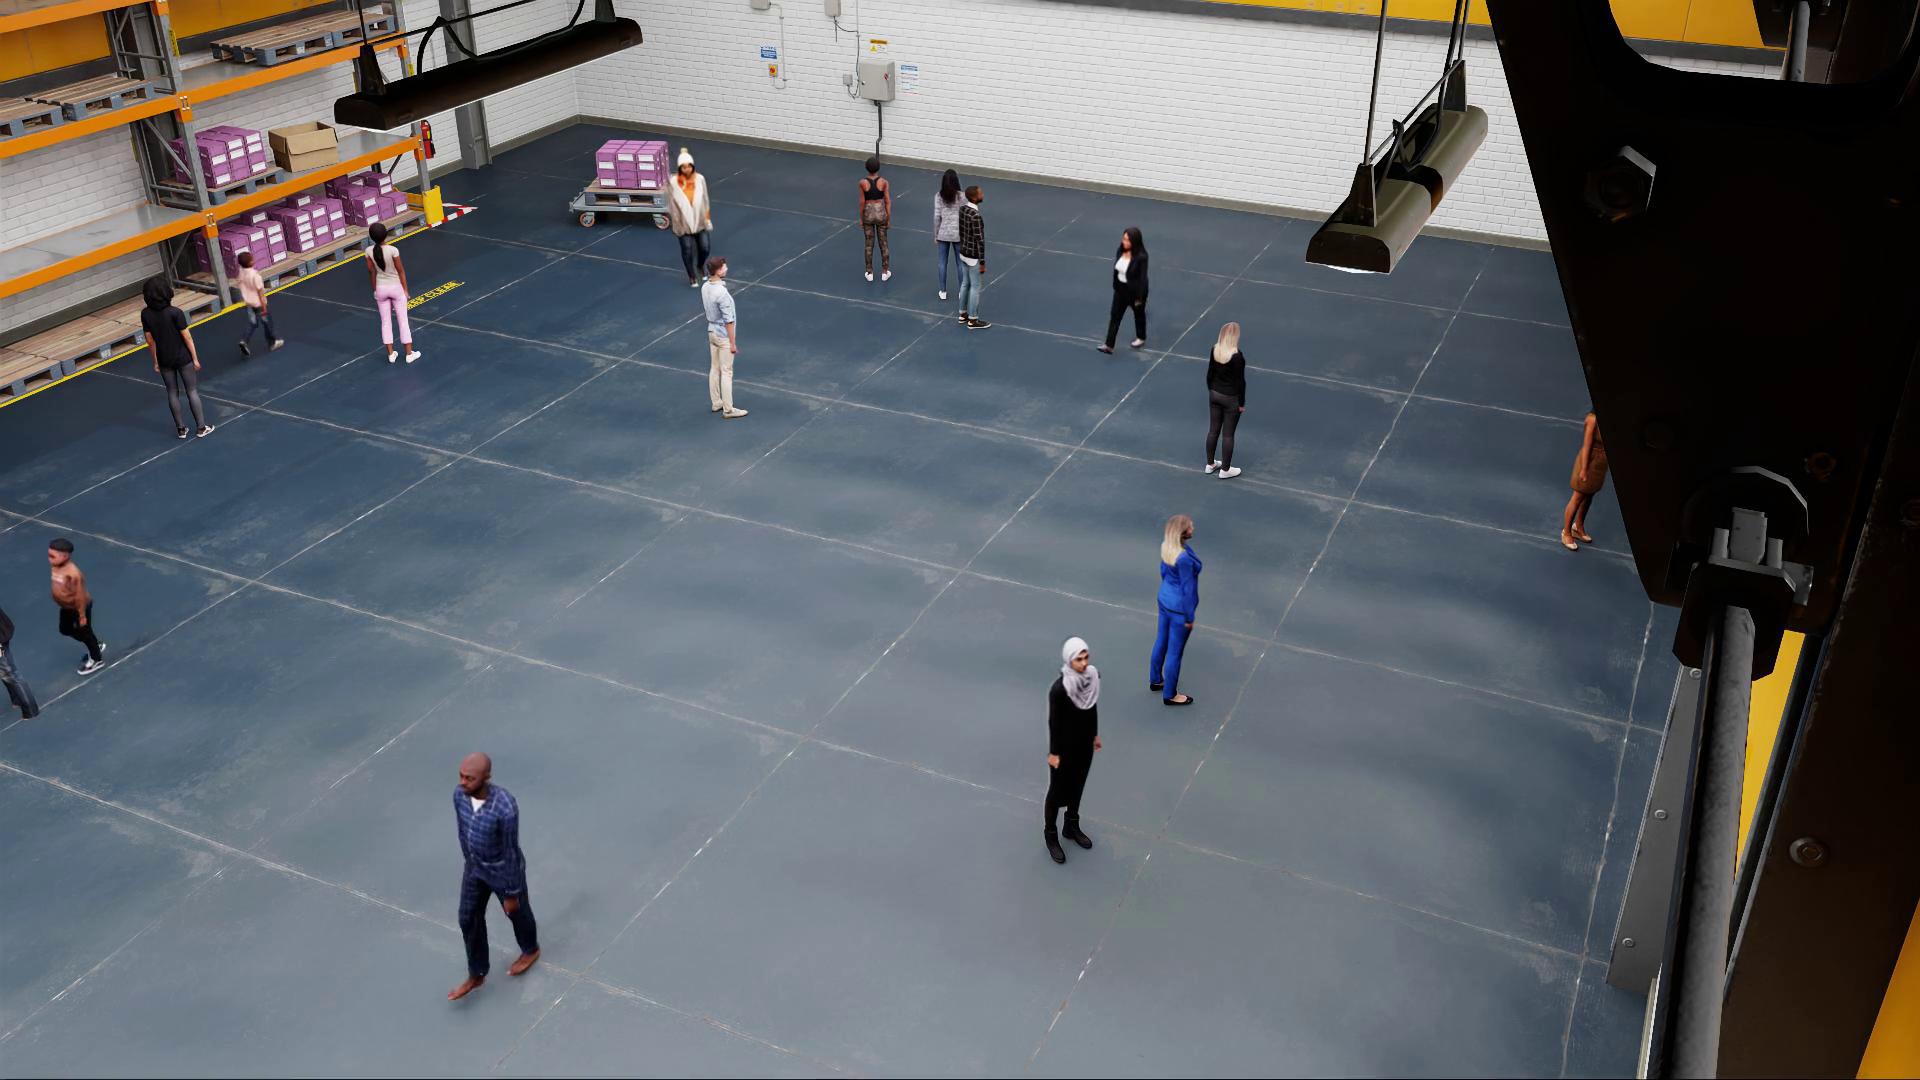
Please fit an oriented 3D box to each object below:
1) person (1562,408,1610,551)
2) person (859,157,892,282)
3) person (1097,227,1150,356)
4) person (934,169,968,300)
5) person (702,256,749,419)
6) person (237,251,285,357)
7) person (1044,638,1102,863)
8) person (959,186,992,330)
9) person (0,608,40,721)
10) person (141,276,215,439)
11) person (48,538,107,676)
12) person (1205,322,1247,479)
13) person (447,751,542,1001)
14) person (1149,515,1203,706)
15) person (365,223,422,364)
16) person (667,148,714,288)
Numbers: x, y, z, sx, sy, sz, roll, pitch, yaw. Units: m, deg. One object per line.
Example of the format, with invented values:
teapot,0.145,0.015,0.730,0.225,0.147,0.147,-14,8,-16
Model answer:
person,6.039,-0.717,15.879,0.585,1.688,0.704,-21,35,-33
person,-1.154,-4.356,22.539,0.658,1.700,0.672,-1,29,-2
person,2.136,-3.038,20.261,0.869,1.566,1.157,23,36,35
person,-0.122,-4.028,21.904,0.676,1.732,0.650,2,29,3
person,-2.672,-2.282,18.581,0.718,1.847,0.732,-19,34,-31
person,-8.624,-2.872,20.238,0.531,1.297,0.828,11,31,19
person,0.791,1.461,11.793,0.622,1.778,0.745,-20,35,-33
person,0.141,-3.584,20.997,0.770,1.821,0.745,-14,32,-24
person,-7.757,0.775,13.342,0.718,1.780,0.824,-24,37,-37
person,-8.533,-1.983,18.045,0.711,1.837,0.703,-2,29,-4
person,-7.416,0.529,14.055,0.544,1.247,0.553,17,33,28
person,2.742,-1.455,17.235,0.665,1.686,0.688,-23,36,-36
person,-2.940,2.054,10.687,0.681,1.795,0.890,13,31,22
person,1.745,0.550,13.544,0.759,1.700,0.695,-9,30,-16
person,-6.842,-2.974,19.962,0.641,1.741,0.641,1,29,1
person,-3.630,-4.345,22.330,0.874,1.880,0.932,-10,30,-17
